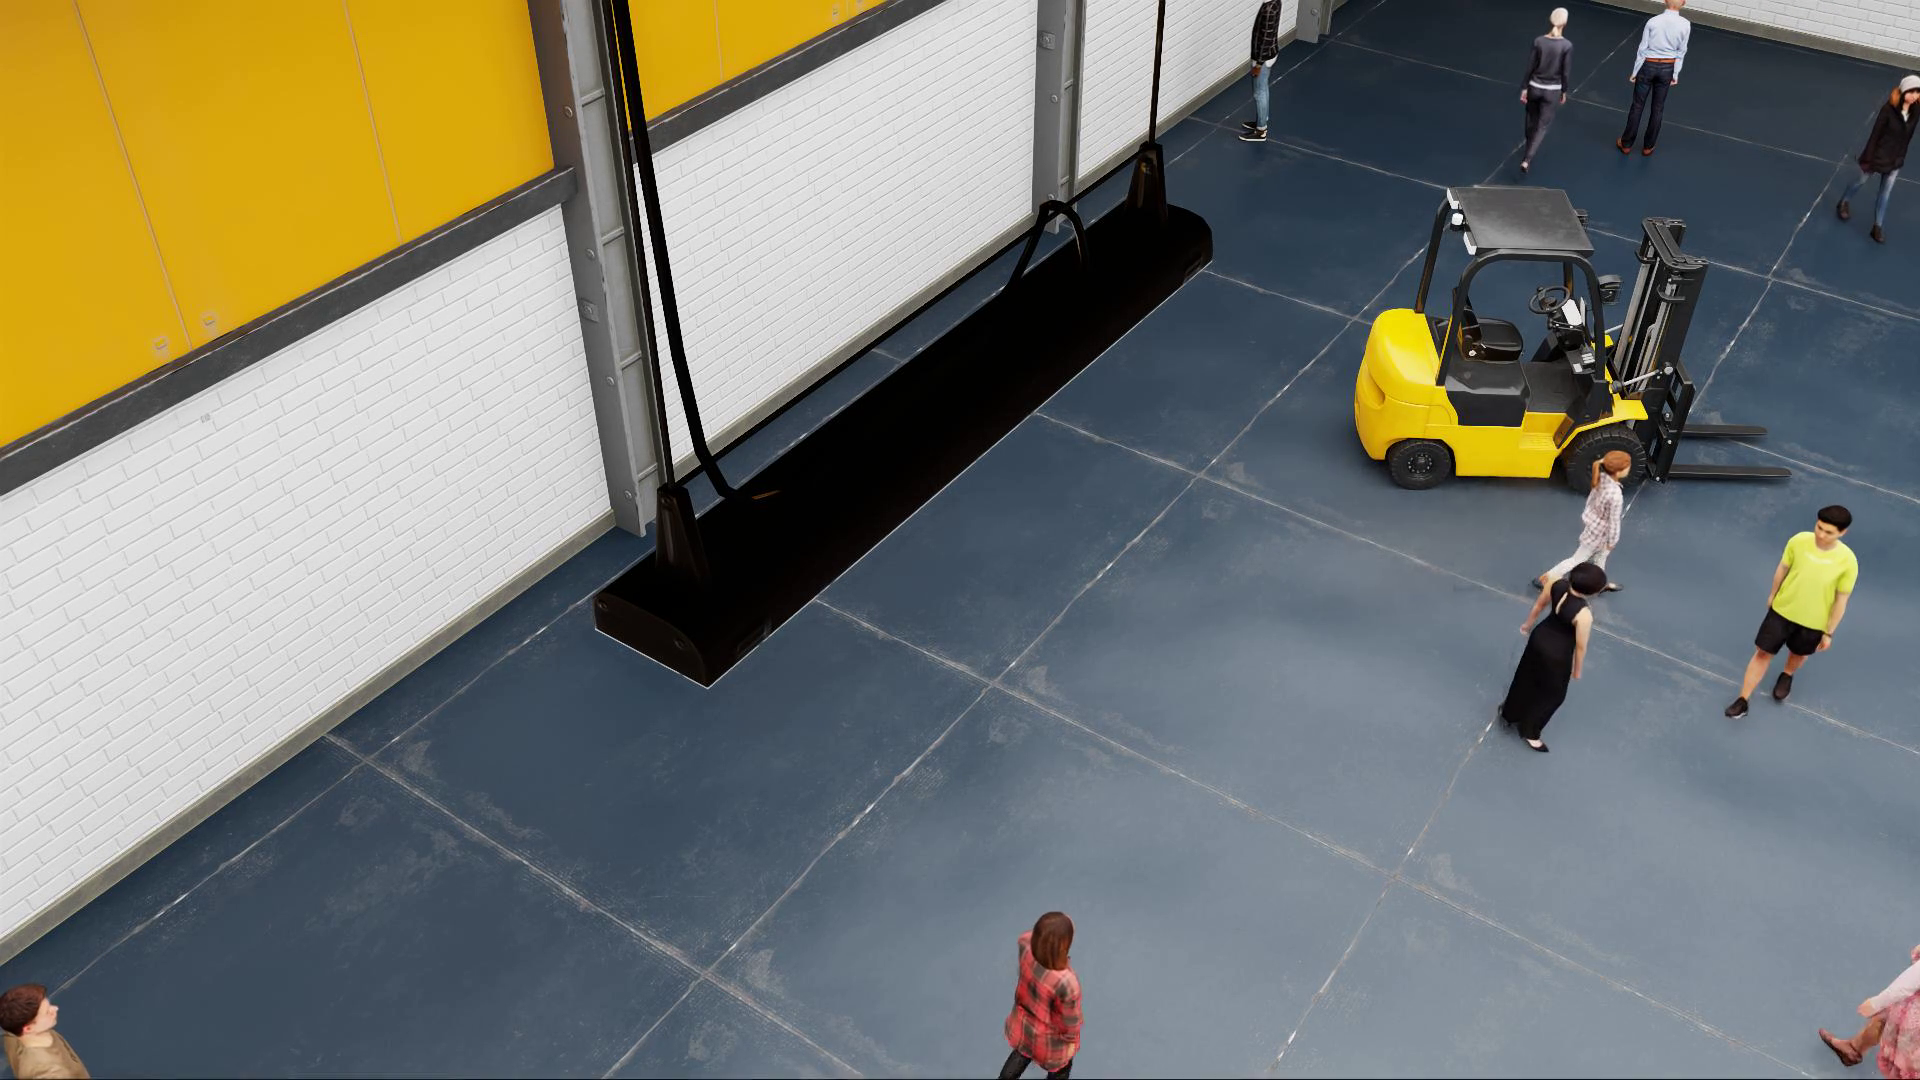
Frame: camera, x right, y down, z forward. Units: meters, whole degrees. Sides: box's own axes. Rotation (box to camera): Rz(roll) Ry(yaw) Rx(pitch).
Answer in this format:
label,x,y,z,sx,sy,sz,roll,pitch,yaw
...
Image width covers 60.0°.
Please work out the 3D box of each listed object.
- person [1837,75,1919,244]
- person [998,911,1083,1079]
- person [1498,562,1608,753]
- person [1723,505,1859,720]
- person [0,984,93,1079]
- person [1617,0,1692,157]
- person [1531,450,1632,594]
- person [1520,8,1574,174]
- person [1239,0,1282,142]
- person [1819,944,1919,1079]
label,x,y,z,sx,sy,sz,roll,pitch,yaw
person,9.061,-3.814,16.388,1.026,1.596,1.145,-1,39,-2
person,0.373,2.479,8.434,0.917,1.690,0.753,-26,46,-29
person,3.790,0.693,10.761,0.733,1.576,0.755,-22,44,-26
person,5.609,0.433,11.016,0.699,1.665,1.054,27,46,30
person,-4.224,2.759,7.955,0.703,1.850,0.613,31,48,33
person,7.395,-4.972,17.682,0.726,1.791,0.708,8,39,9
person,4.526,-0.089,11.972,0.936,1.287,0.951,0,39,-1
person,6.098,-4.677,17.390,0.622,1.694,1.065,22,44,26
person,3.290,-5.229,17.982,0.796,1.820,0.603,11,40,13
person,4.999,2.449,8.488,0.904,1.668,0.855,-24,44,-27
